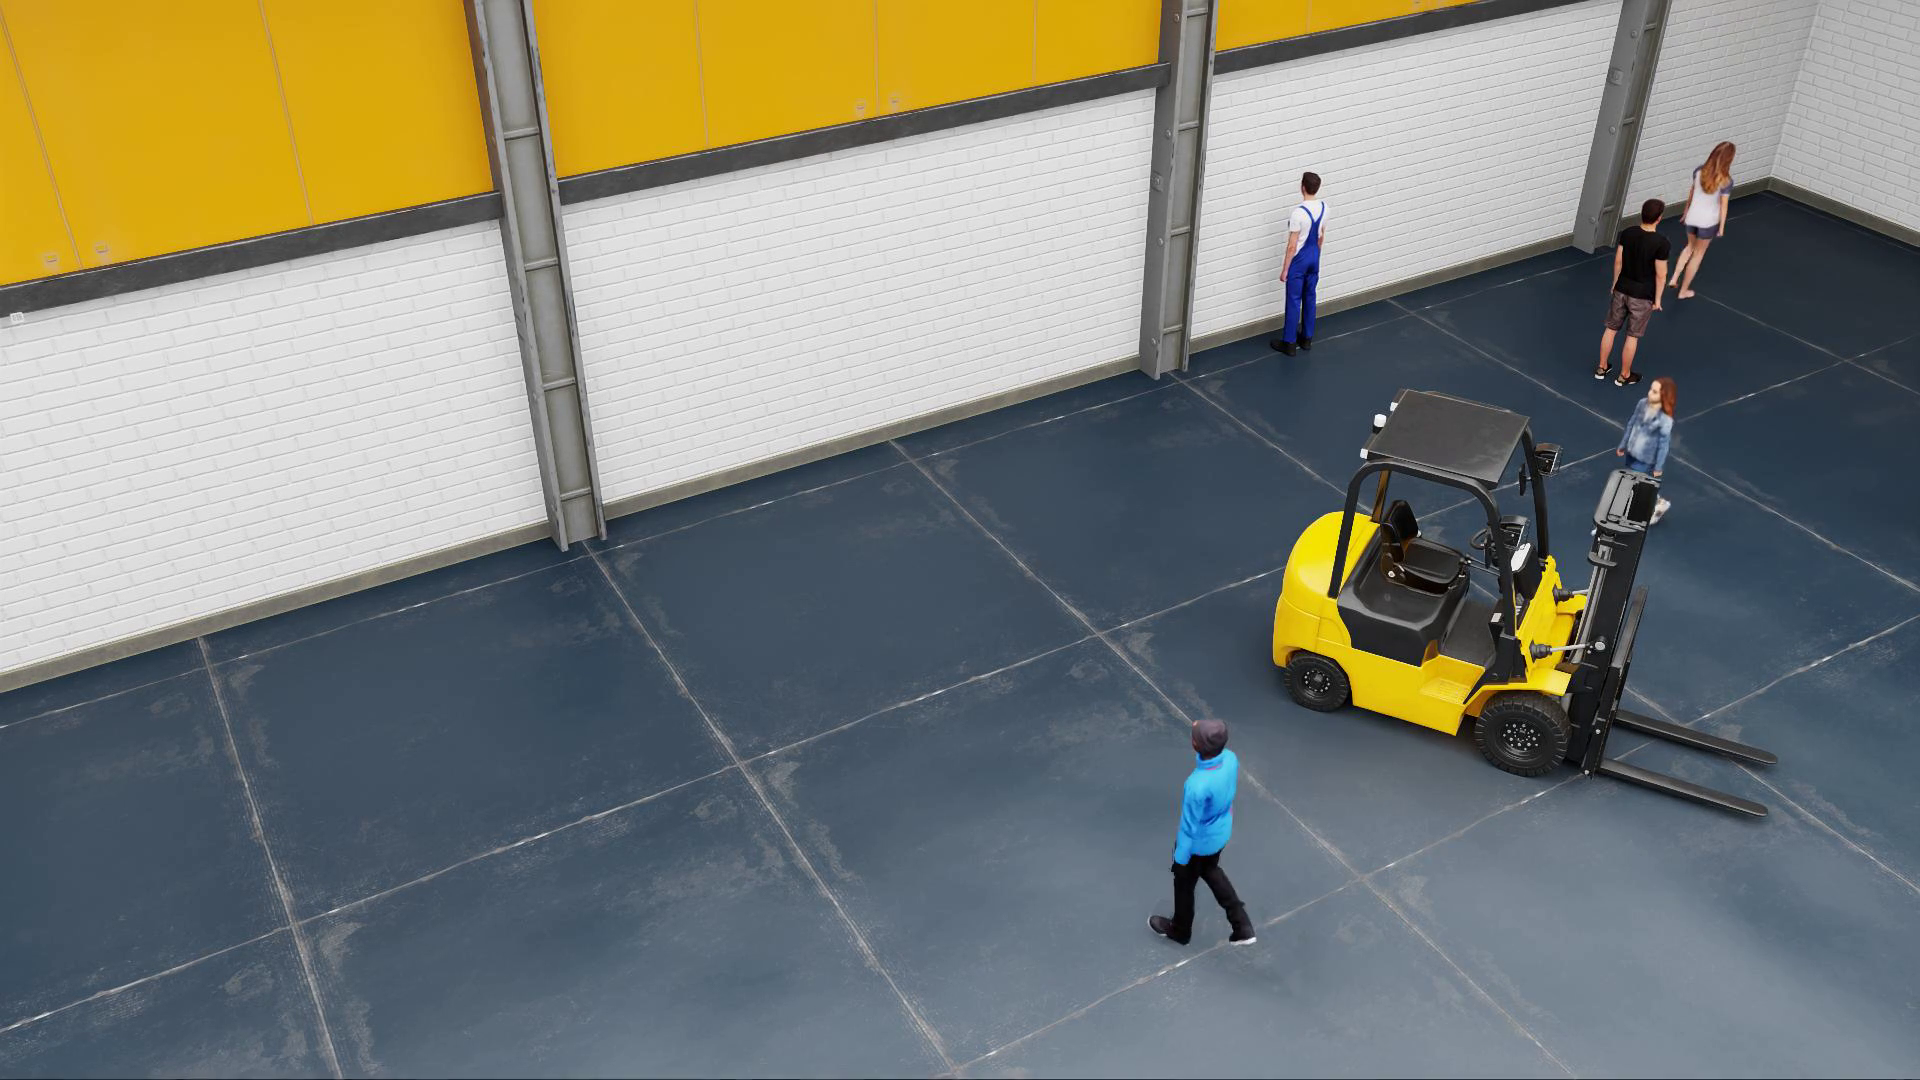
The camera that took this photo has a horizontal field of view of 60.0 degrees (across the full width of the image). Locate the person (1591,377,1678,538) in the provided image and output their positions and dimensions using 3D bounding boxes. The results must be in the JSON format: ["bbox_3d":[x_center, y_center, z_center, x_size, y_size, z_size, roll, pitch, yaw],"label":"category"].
[{"bbox_3d":[5.638,-0.684,13.596,1.016,1.453,0.741,-7,34,-11],"label":"person"}]

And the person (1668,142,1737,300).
[{"bbox_3d":[7.655,-3.293,17.284,0.616,1.715,0.605,-19,38,-26],"label":"person"}]

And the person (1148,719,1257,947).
[{"bbox_3d":[1.480,1.757,9.625,0.878,1.783,0.949,25,41,32],"label":"person"}]

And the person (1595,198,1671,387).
[{"bbox_3d":[6.373,-2.356,15.741,0.658,1.863,0.719,-27,42,-34],"label":"person"}]

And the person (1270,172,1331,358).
[{"bbox_3d":[3.355,-2.712,16.289,0.484,1.850,0.678,-18,38,-25],"label":"person"}]
